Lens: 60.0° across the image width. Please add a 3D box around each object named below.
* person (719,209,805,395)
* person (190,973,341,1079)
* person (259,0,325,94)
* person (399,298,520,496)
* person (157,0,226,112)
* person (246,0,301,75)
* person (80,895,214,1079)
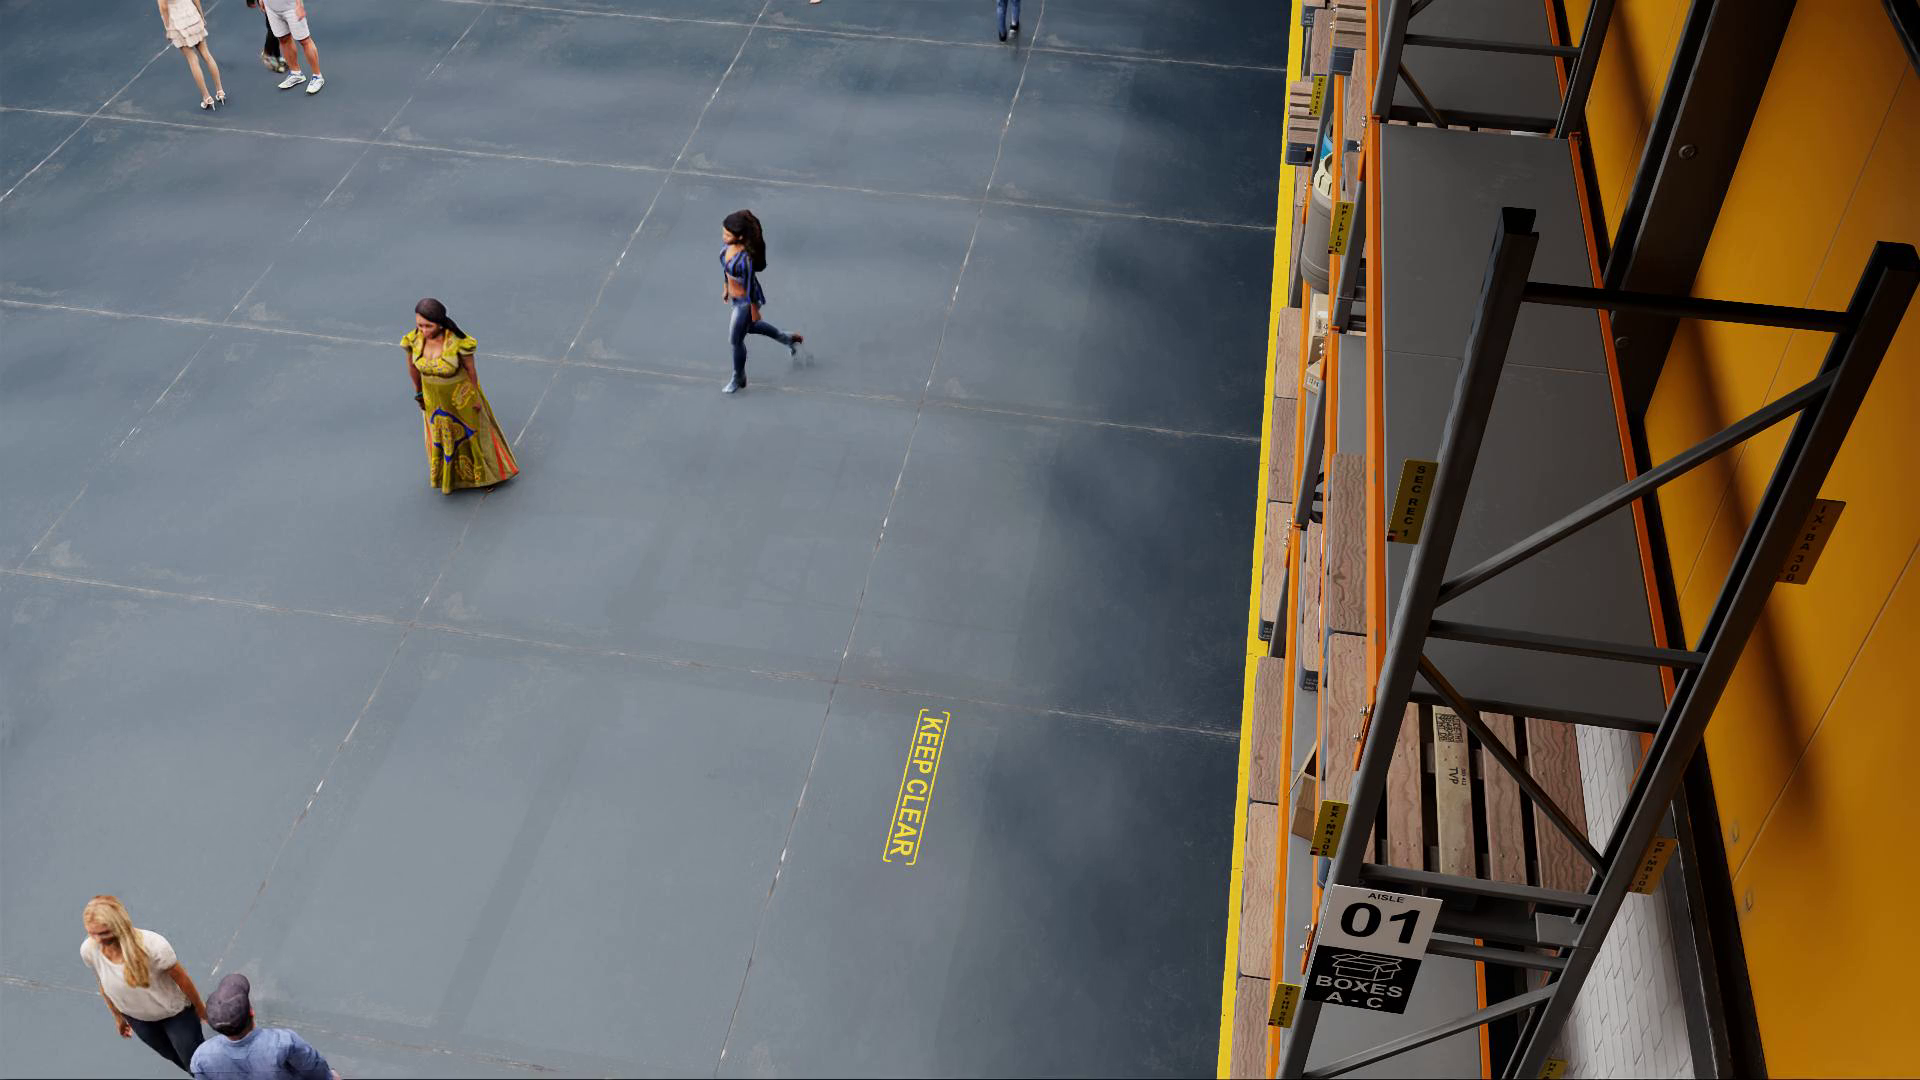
[{"bbox_3d":[-1.607,-1.870,12.873,1.005,1.594,1.010,-20,47,-19],"label":"person"},{"bbox_3d":[-3.199,2.773,7.804,0.806,1.863,0.999,-2,44,-2],"label":"person"},{"bbox_3d":[-6.635,-5.306,16.289,0.709,1.856,0.619,13,45,13],"label":"person"},{"bbox_3d":[-3.666,-1.046,11.966,0.908,1.660,0.844,-1,44,-1],"label":"person"},{"bbox_3d":[-7.460,-4.971,16.023,0.723,1.738,0.623,31,51,28],"label":"person"},{"bbox_3d":[-7.017,-5.535,16.577,0.708,1.790,0.615,11,45,12],"label":"person"},{"bbox_3d":[-3.990,2.278,8.369,0.618,1.800,0.726,3,44,3],"label":"person"}]
